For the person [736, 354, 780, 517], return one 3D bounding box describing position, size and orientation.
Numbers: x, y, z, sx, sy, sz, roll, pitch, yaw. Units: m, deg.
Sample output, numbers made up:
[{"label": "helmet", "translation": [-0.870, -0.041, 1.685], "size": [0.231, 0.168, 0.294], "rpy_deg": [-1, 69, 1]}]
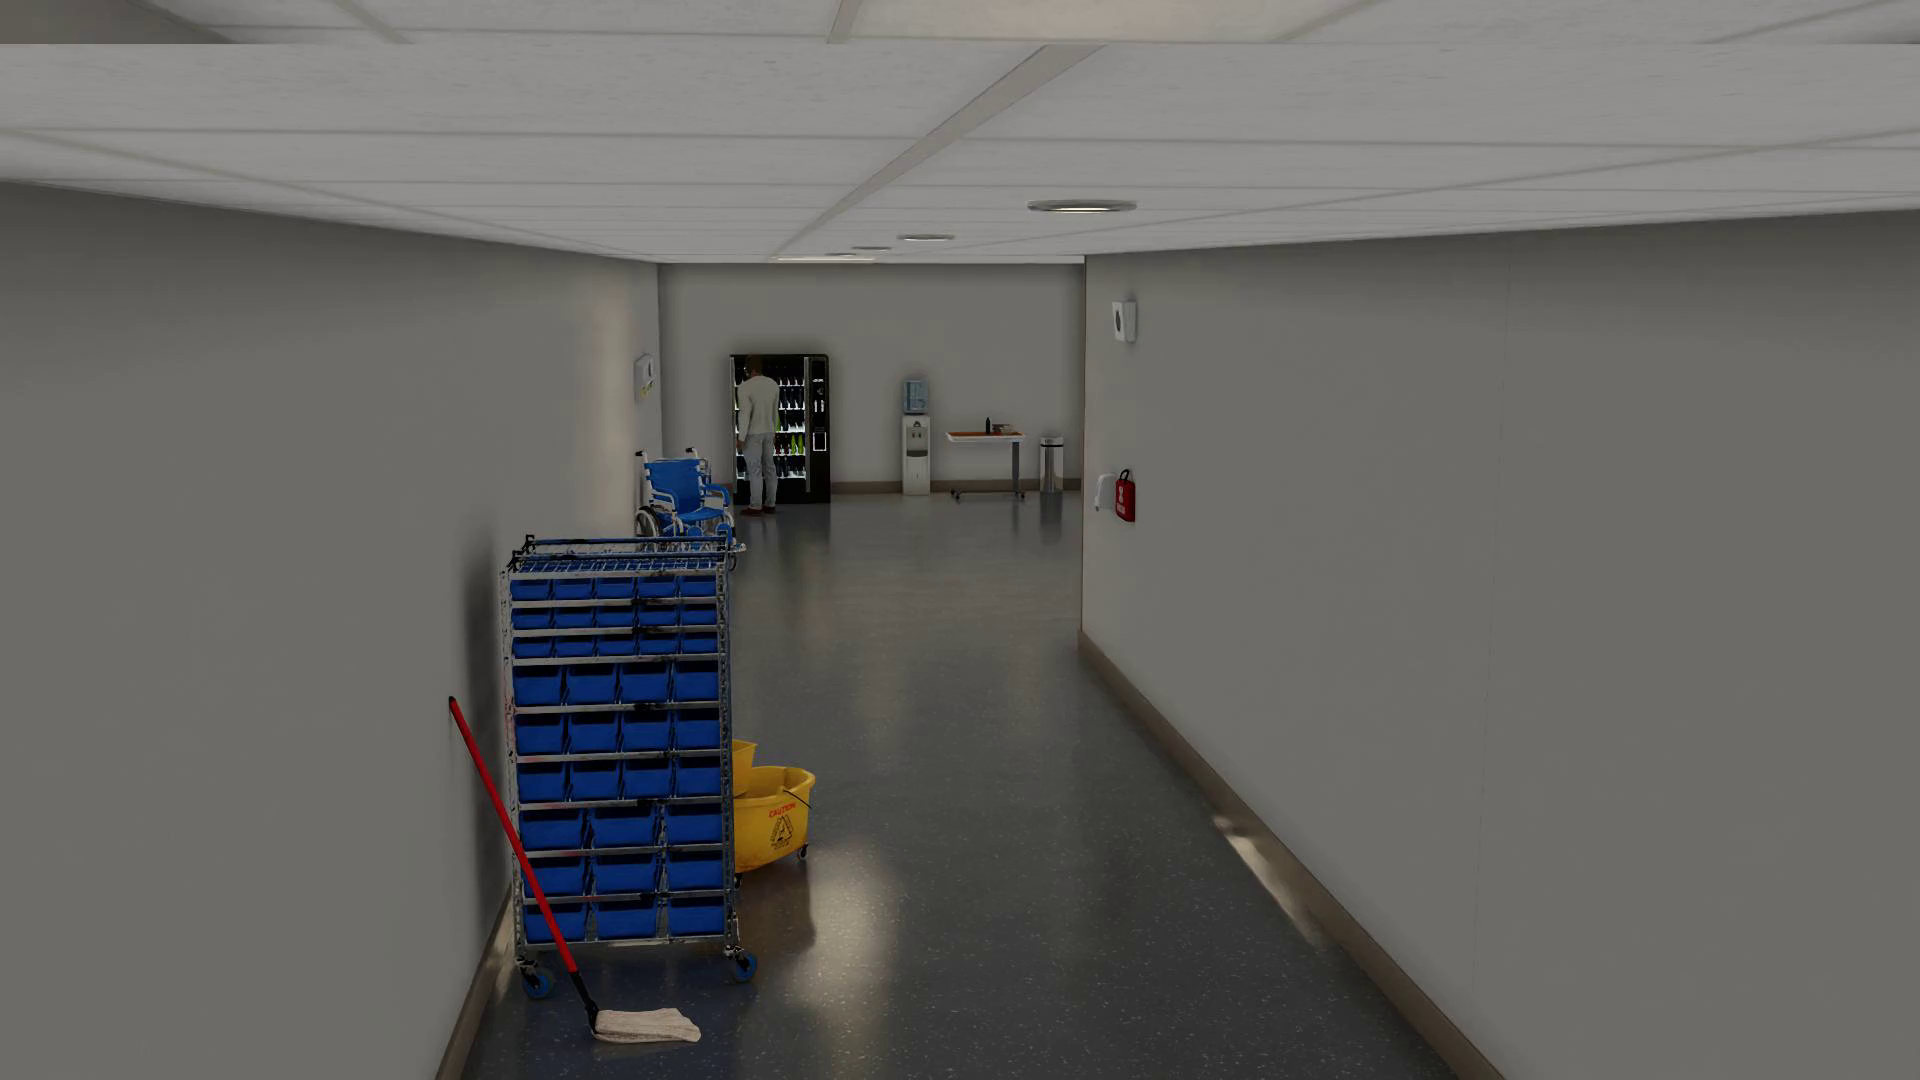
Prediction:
[{"label": "person", "translation": [-2.416, -1.242, 19.812], "size": [0.372, 1.934, 0.627], "rpy_deg": [7, 11, 37]}]
